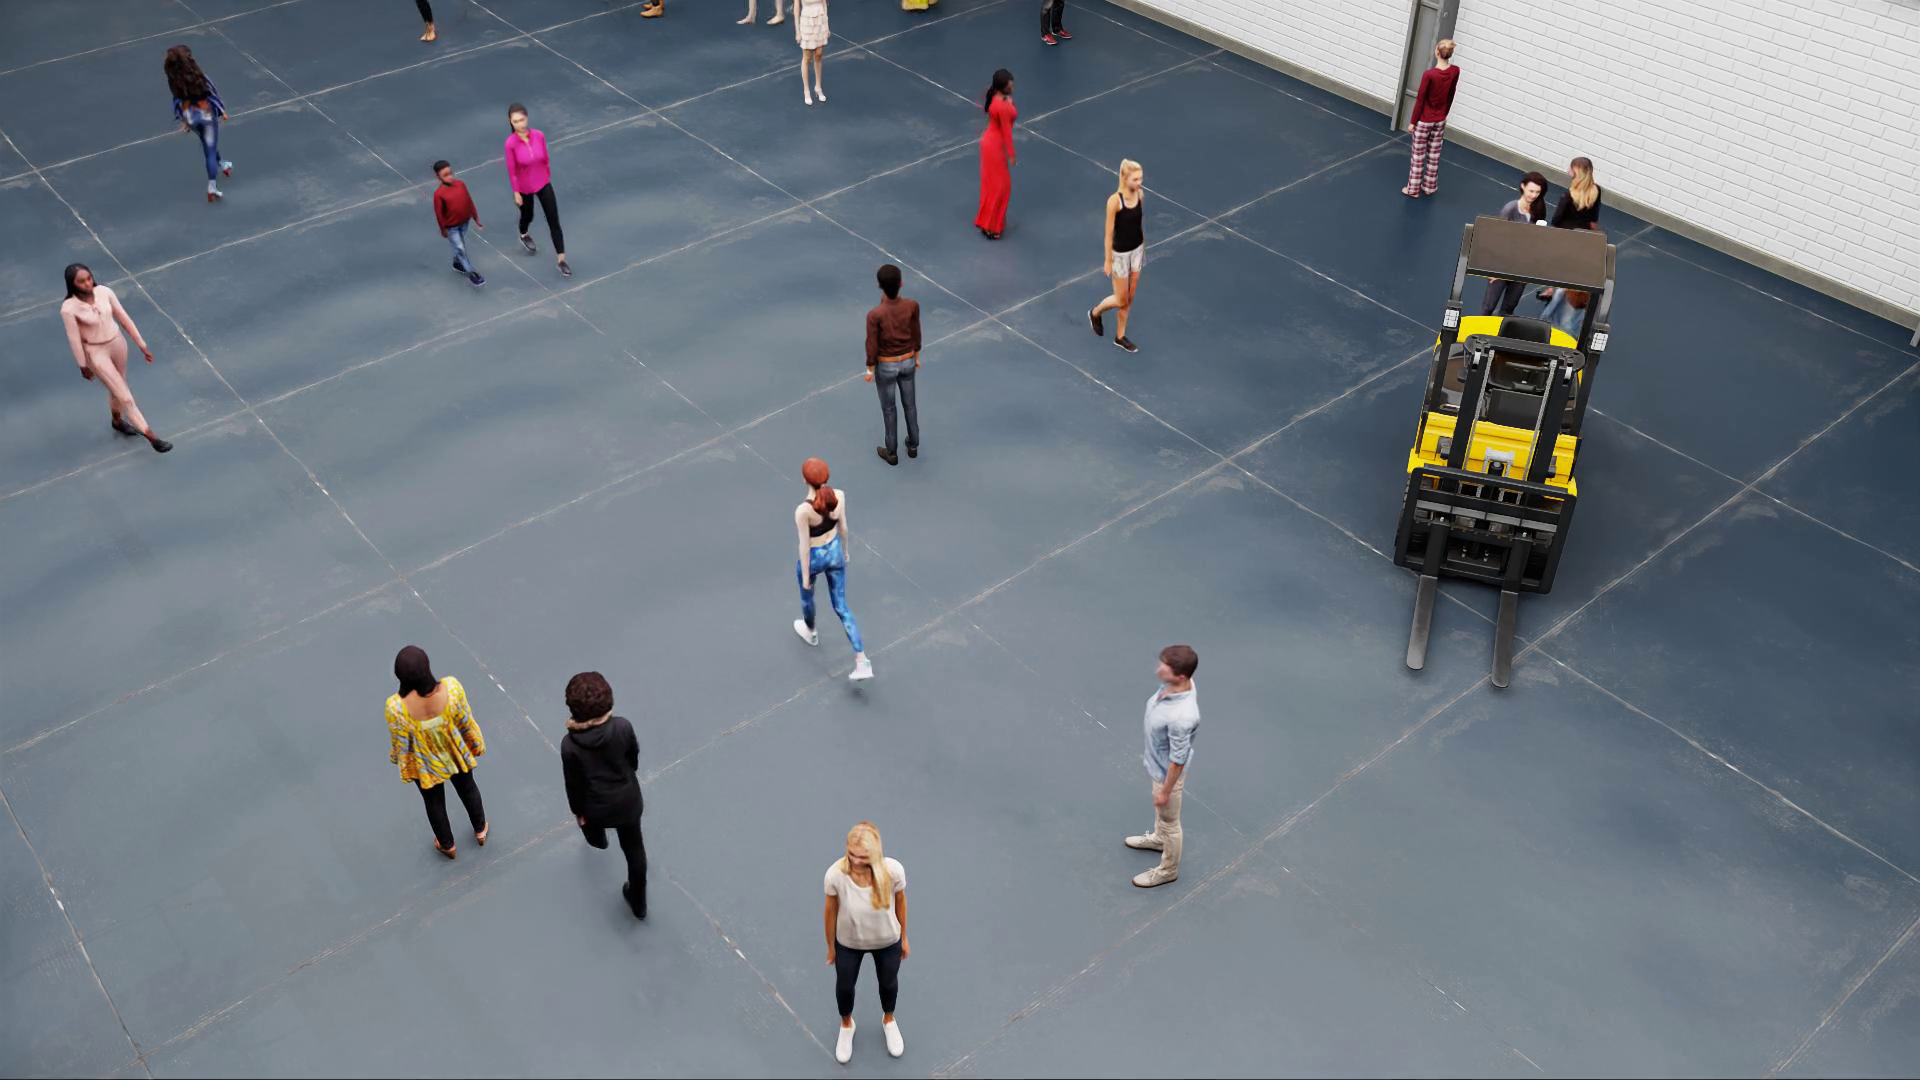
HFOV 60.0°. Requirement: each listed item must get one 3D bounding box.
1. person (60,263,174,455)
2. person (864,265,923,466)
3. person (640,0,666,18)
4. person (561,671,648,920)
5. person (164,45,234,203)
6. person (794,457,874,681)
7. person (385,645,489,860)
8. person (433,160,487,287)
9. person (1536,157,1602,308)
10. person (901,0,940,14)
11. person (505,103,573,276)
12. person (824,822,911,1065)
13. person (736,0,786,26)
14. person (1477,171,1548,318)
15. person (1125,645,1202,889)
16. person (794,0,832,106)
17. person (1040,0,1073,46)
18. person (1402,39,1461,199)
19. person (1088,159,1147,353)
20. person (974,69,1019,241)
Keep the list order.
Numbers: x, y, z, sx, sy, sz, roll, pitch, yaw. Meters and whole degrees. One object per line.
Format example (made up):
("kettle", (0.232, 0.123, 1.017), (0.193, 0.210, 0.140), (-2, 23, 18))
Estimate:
("person", (-7.021, -1.513, 13.597), (1.182, 1.678, 0.913), (18, 42, 21))
("person", (-0.513, -1.400, 13.375), (0.692, 1.778, 0.603), (-17, 42, -20))
("person", (-3.959, -7.530, 21.106), (0.762, 1.710, 0.699), (2, 39, 2))
("person", (-2.022, 1.553, 9.717), (0.796, 1.729, 1.132), (-18, 42, -21))
("person", (-7.820, -4.268, 17.132), (1.029, 1.571, 1.119), (1, 39, 1))
("person", (-0.881, 0.229, 11.366), (0.634, 1.750, 1.184), (-23, 44, -26))
("person", (-3.173, 1.293, 10.102), (0.739, 1.654, 0.773), (-22, 44, -25))
("person", (-4.855, -3.060, 15.896), (0.880, 1.225, 0.626), (25, 45, 28))
("person", (5.546, -2.625, 15.015), (0.794, 1.646, 0.950), (-10, 40, -12))
("person", (-0.512, -7.607, 21.261), (0.875, 1.646, 0.845), (-25, 45, -28))
("person", (-4.152, -3.406, 15.993), (0.637, 1.655, 1.137), (-26, 45, -29))
("person", (-0.497, 2.139, 8.920), (0.671, 1.808, 0.684), (-4, 39, -5))
("person", (-2.374, -7.278, 20.826), (0.720, 1.676, 0.815), (-24, 44, -27))
("person", (4.859, -2.443, 14.687), (0.678, 1.770, 0.641), (-12, 40, -15))
("person", (1.241, 1.327, 9.905), (0.790, 1.848, 0.702), (-1, 39, -2))
("person", (-1.689, -5.835, 18.964), (0.618, 1.735, 0.589), (-18, 42, -22))
("person", (1.195, -7.042, 20.427), (0.657, 1.804, 0.548), (-31, 48, -33))
("person", (4.852, -4.353, 17.136), (0.681, 1.699, 0.610), (-15, 41, -17))
("person", (1.411, -2.578, 14.806), (0.593, 1.835, 0.768), (-28, 46, -31))
("person", (0.339, -3.893, 16.520), (0.881, 1.760, 0.777), (-20, 43, -23))
